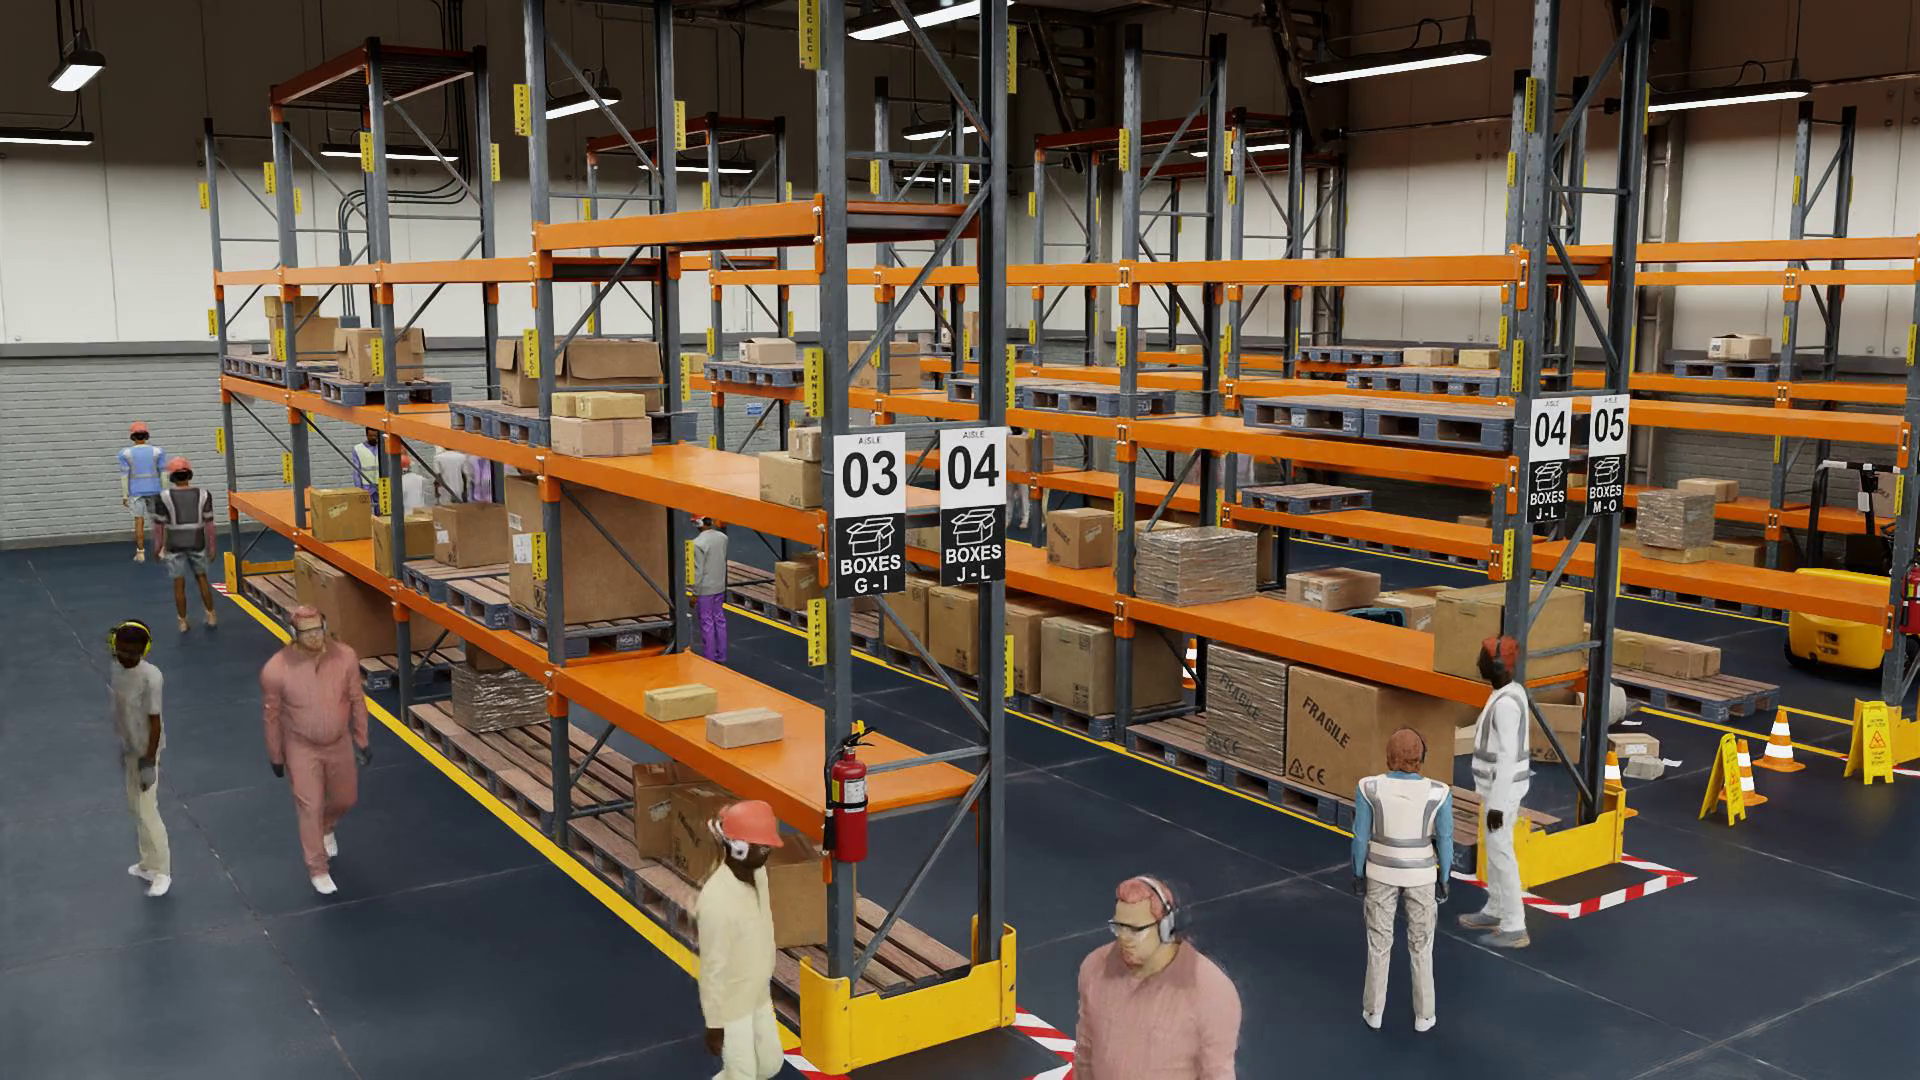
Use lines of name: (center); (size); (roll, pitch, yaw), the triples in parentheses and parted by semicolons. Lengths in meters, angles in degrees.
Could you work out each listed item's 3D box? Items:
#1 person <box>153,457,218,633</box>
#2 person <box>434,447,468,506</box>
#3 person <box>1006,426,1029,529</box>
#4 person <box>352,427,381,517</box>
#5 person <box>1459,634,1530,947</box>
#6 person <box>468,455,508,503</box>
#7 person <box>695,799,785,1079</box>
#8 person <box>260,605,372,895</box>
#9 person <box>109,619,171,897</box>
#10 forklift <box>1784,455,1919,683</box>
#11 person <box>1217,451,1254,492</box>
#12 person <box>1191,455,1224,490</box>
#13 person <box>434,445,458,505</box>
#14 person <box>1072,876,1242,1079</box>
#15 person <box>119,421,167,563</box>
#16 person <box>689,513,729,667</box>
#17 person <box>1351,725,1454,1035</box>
person: (-8.867, 0.059, 19.015); (0.616, 2.028, 0.490); (-7, 11, -39)
person: (-7.478, -0.659, 24.375); (0.554, 1.849, 0.450); (-8, 11, -41)
person: (0.931, -1.096, 27.365); (0.636, 1.833, 0.429); (4, 9, 23)
person: (-8.894, -0.812, 25.191); (0.392, 1.914, 0.587); (8, 12, 44)
person: (3.241, 1.495, 9.969); (0.397, 1.890, 0.586); (3, 9, 18)
person: (-6.586, -0.589, 23.359); (0.620, 2.019, 0.702); (3, 9, 20)
person: (-0.996, 1.970, 7.261); (0.484, 1.728, 0.581); (2, 9, 15)
person: (-4.249, 1.337, 10.956); (0.648, 1.888, 0.647); (-7, 11, -41)
person: (-5.379, 1.391, 10.823); (0.697, 1.836, 0.315); (7, 11, 38)
forklift: (9.643, 0.253, 17.172); (2.313, 2.155, 1.214); (-6, 10, -33)
person: (4.342, -0.886, 26.084); (0.602, 1.801, 0.875); (-4, 9, -25)
person: (3.903, -0.824, 25.800); (0.541, 1.743, 0.675); (-6, 10, -35)
person: (-8.358, -1.090, 26.995); (0.376, 1.925, 0.594); (2, 9, 11)
person: (0.695, 2.094, 5.933); (0.657, 1.886, 0.599); (6, 10, 35)
person: (-11.753, -0.692, 23.958); (0.608, 2.045, 0.369); (-6, 10, -35)
person: (-2.610, 0.488, 17.097); (0.338, 1.742, 0.563); (4, 9, 25)
person: (2.326, 1.790, 8.776); (0.523, 1.638, 0.311); (2, 9, 14)
